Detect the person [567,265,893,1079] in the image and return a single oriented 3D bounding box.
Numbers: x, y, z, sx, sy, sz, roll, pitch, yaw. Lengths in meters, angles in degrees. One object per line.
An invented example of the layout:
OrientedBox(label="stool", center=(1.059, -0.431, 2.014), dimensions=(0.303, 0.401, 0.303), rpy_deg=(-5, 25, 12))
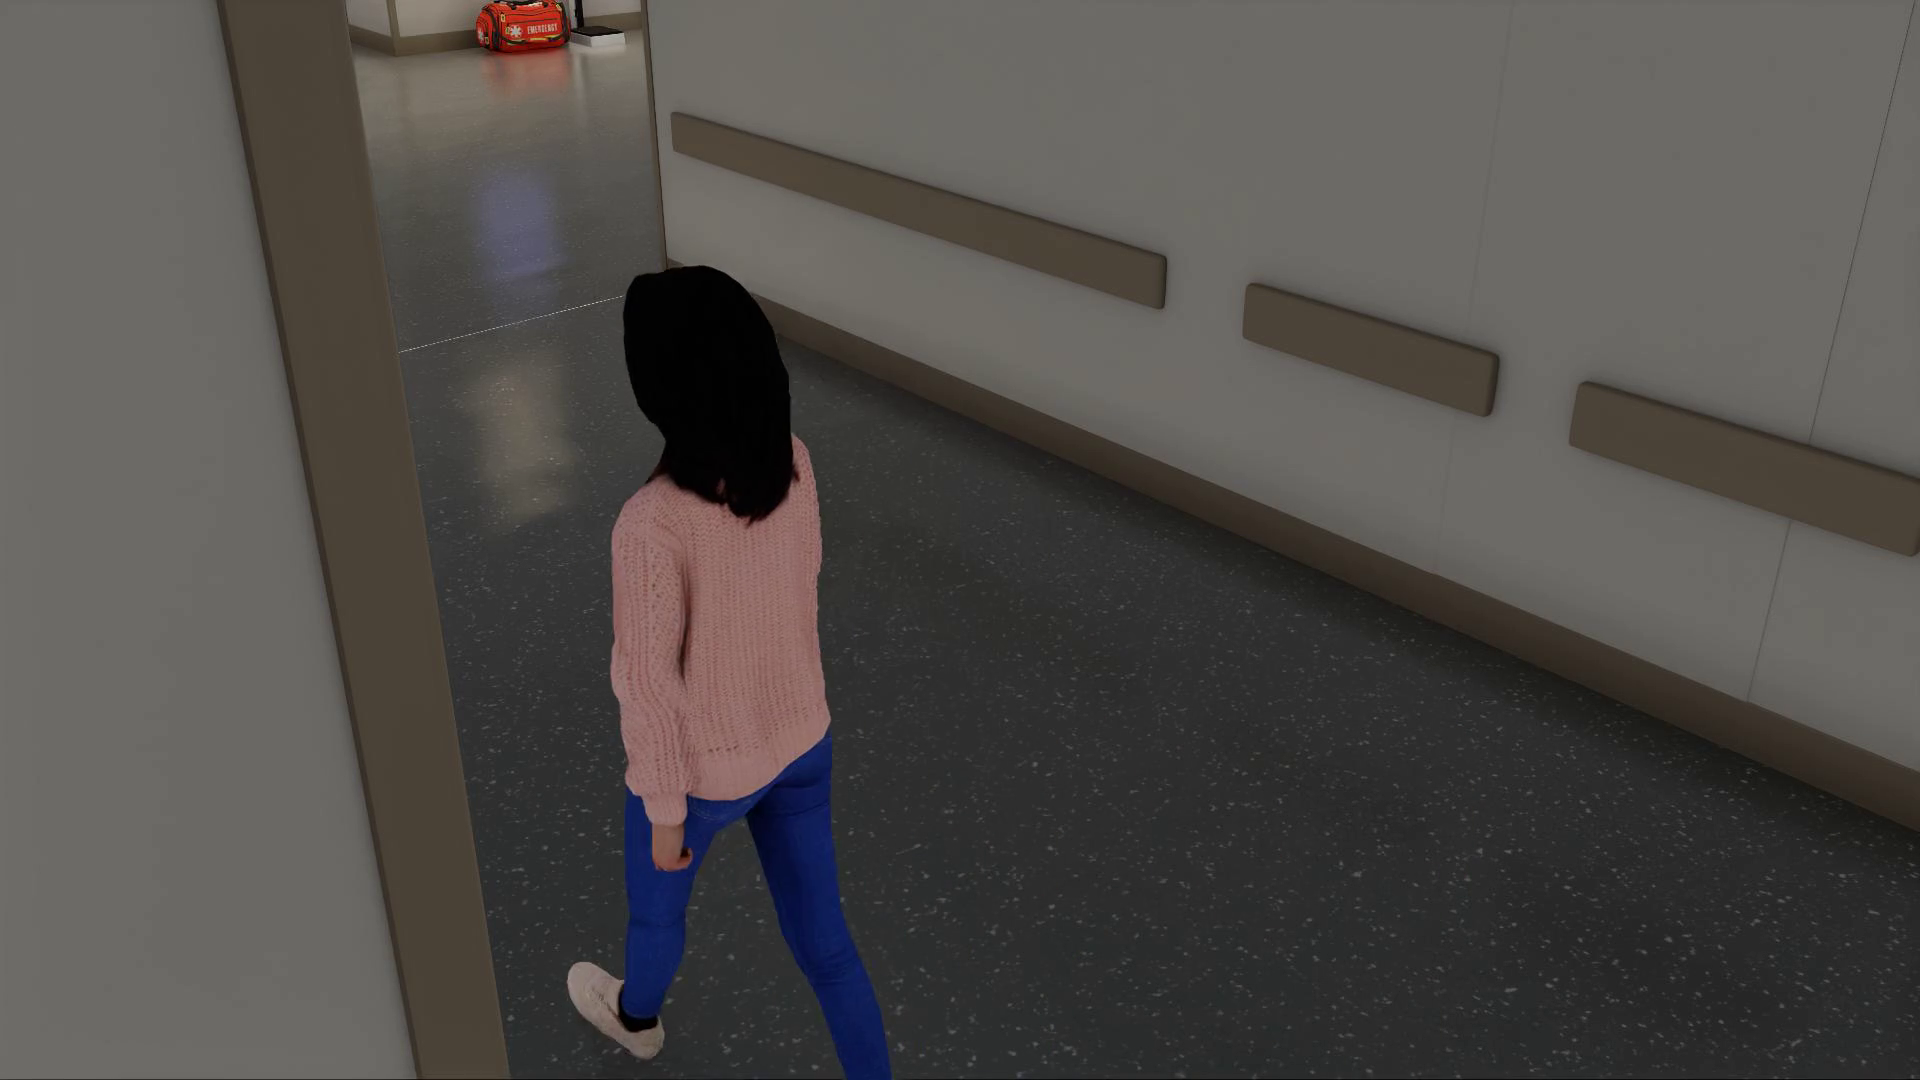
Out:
OrientedBox(label="person", center=(-0.321, 0.433, 2.848), dimensions=(0.844, 1.715, 1.152), rpy_deg=(21, 33, 37))
